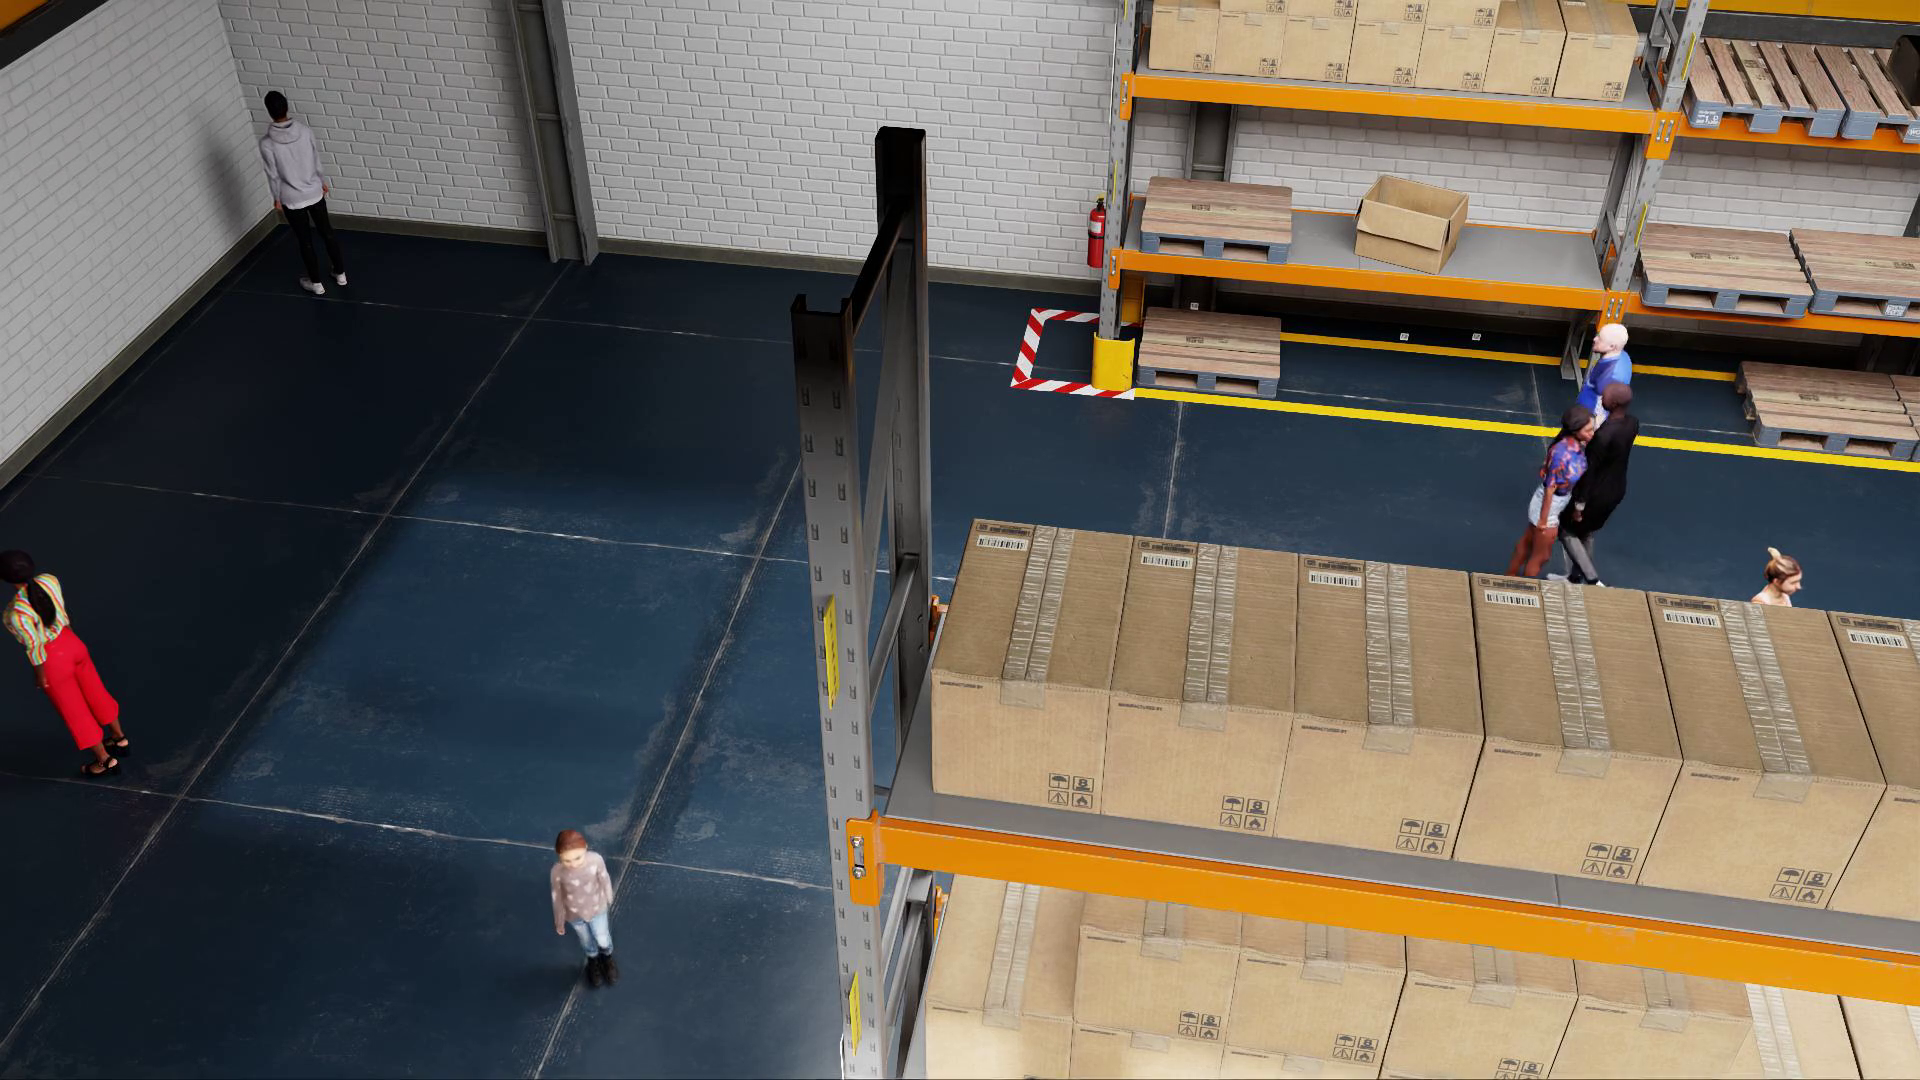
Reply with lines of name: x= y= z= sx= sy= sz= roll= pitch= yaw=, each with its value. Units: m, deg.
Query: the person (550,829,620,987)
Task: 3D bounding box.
person: x=-2.099 y=2.003 z=9.268 sx=0.492 sy=1.187 sz=0.602 roll=-9 pitch=39 yaw=-11

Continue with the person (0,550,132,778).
person: x=-5.580 y=0.768 z=10.329 sx=0.524 sy=1.793 sz=0.605 roll=5 pitch=39 yaw=6

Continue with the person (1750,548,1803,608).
person: x=4.968 y=0.718 z=10.507 sx=0.638 sy=1.648 sz=0.685 roll=-28 pitch=47 yaw=-31

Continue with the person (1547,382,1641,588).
person: x=4.547 y=-0.268 z=11.666 sx=0.910 sy=1.742 sz=0.971 roll=-28 pitch=46 yaw=-31

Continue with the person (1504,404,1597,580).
person: x=4.084 y=-0.245 z=11.645 sx=0.778 sy=1.734 sz=0.716 roll=20 pitch=43 yaw=23

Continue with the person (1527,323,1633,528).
person: x=4.740 y=-0.773 z=12.233 sx=0.803 sy=1.825 sz=0.791 roll=22 pitch=43 yaw=25

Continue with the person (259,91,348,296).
person: x=-5.990 y=-3.165 z=15.143 sx=0.806 sy=1.931 sz=0.782 roll=32 pitch=48 yaw=33
